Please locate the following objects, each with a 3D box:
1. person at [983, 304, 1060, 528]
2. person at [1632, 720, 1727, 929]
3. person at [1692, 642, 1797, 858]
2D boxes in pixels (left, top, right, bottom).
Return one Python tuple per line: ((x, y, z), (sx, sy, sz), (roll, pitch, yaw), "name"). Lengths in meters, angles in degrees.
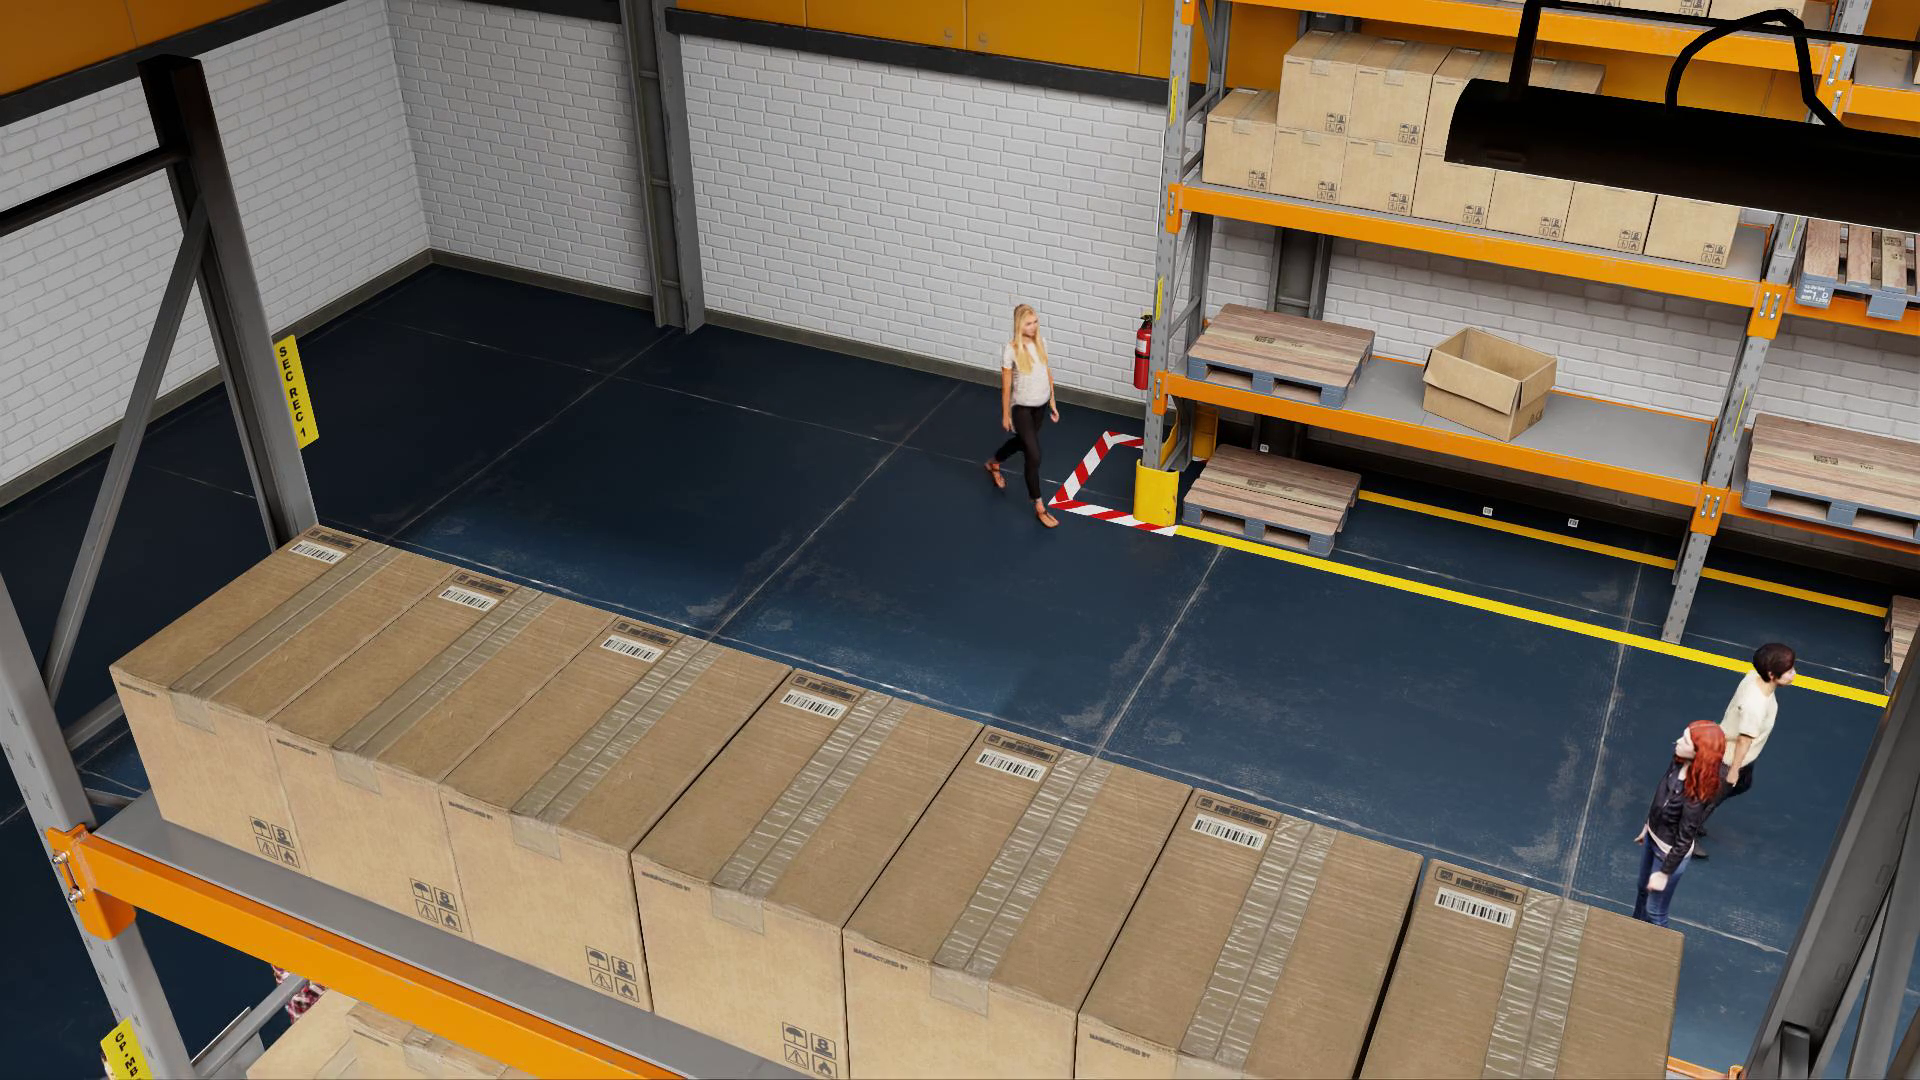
((0.463, -1.041, 13.045), (1.215, 1.794, 0.863), (29, 43, 36), "person")
((3.797, 1.677, 8.962), (0.634, 1.787, 0.632), (4, 34, 6), "person")
((4.544, 1.246, 9.809), (0.590, 1.567, 0.600), (16, 37, 23), "person")
